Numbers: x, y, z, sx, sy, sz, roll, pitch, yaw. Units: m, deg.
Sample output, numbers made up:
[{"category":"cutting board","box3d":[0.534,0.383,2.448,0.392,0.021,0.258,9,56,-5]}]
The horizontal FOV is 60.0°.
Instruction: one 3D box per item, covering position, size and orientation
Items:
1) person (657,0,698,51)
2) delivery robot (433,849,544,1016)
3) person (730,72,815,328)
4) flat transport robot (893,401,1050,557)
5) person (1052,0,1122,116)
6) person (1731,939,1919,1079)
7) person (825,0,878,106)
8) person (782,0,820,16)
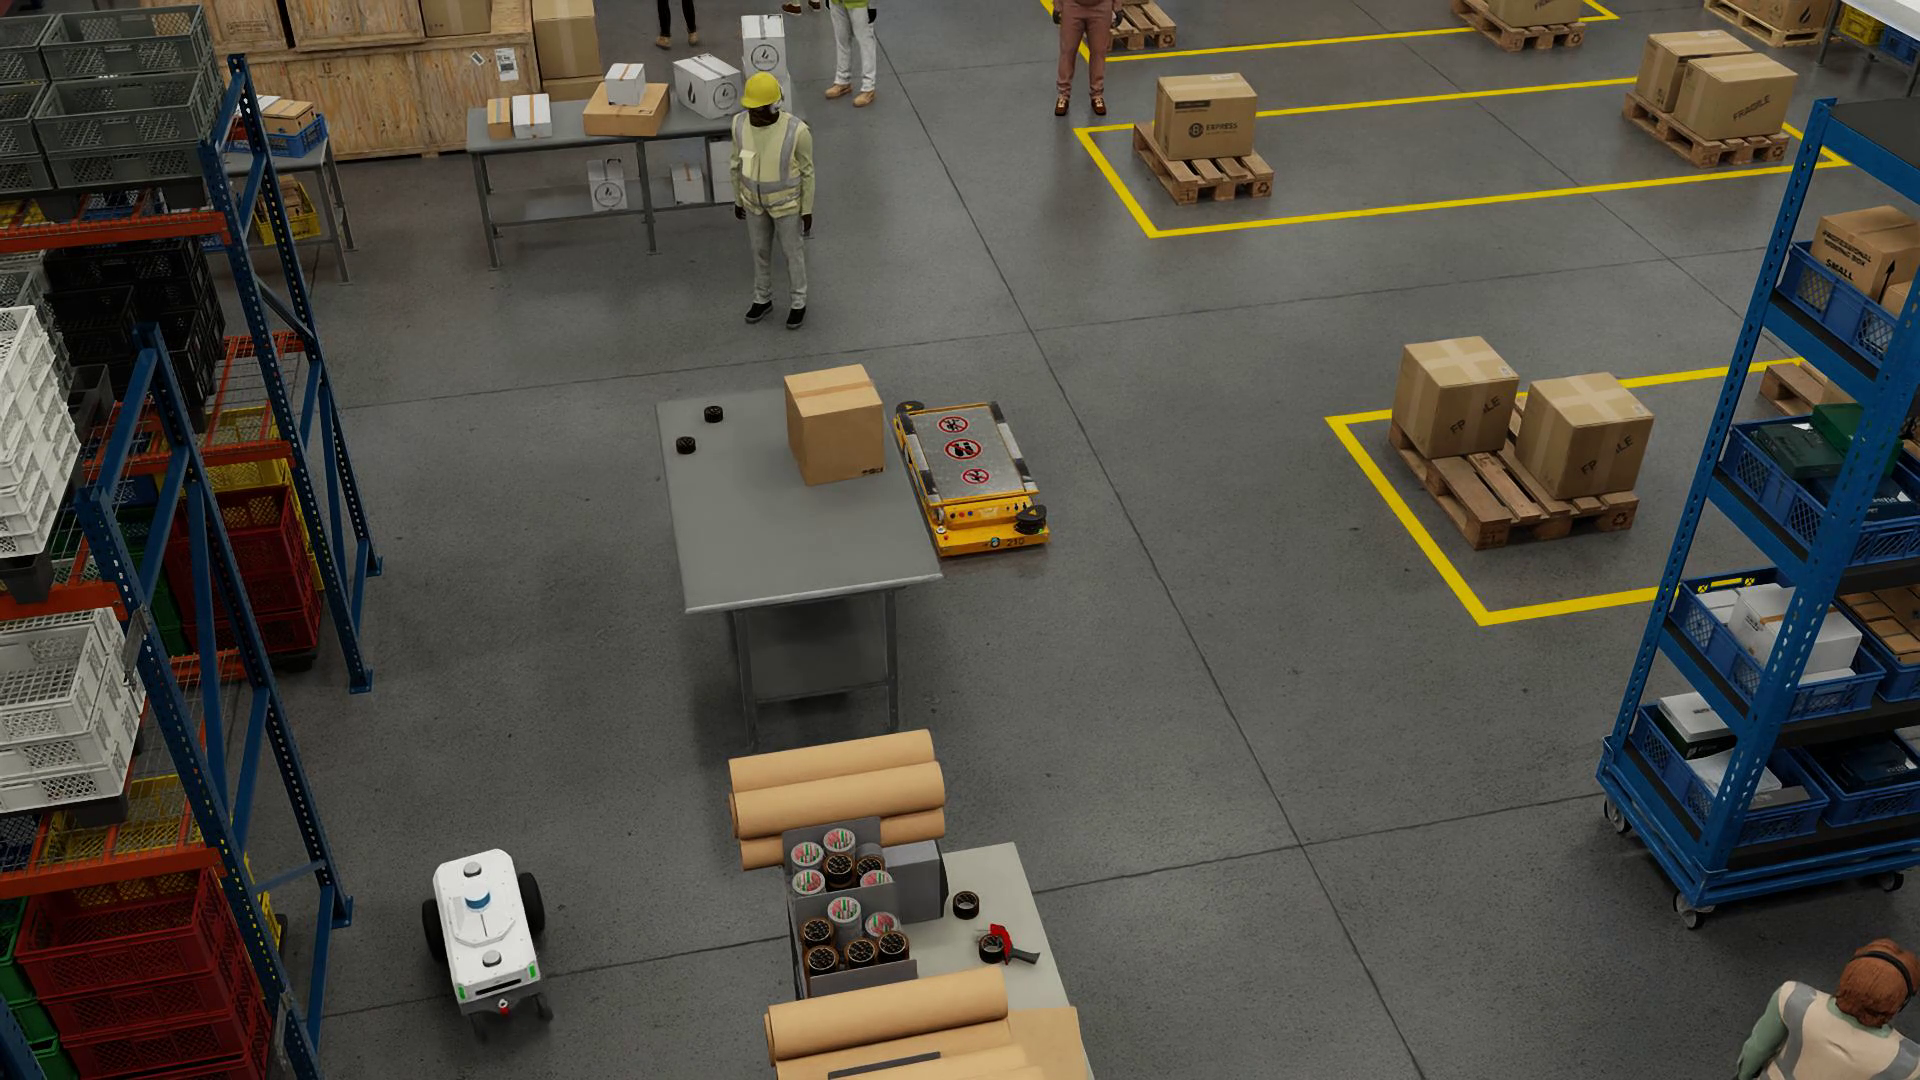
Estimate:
[{"category":"person","box3d":[-2.763,-5.513,15.753,0.541,1.695,0.317,-15,39,-20]},{"category":"delivery robot","box3d":[-1.998,1.643,7.010,0.477,0.478,0.707,-13,39,-17]},{"category":"person","box3d":[-1.283,-2.306,11.333,0.600,1.827,0.404,11,38,15]},{"category":"flat transport robot","box3d":[0.046,-0.430,10.108,0.652,0.197,1.431,-8,37,-10]},{"category":"person","box3d":[1.102,-4.621,14.380,0.636,1.911,0.404,0,37,0]},{"category":"person","box3d":[2.916,1.986,5.731,0.521,1.632,0.315,25,43,30]},{"category":"person","box3d":[-0.963,-4.760,14.623,0.623,1.844,0.429,25,43,30]},{"category":"person","box3d":[-1.618,-6.178,16.499,0.511,1.877,0.328,-19,41,-24]}]
